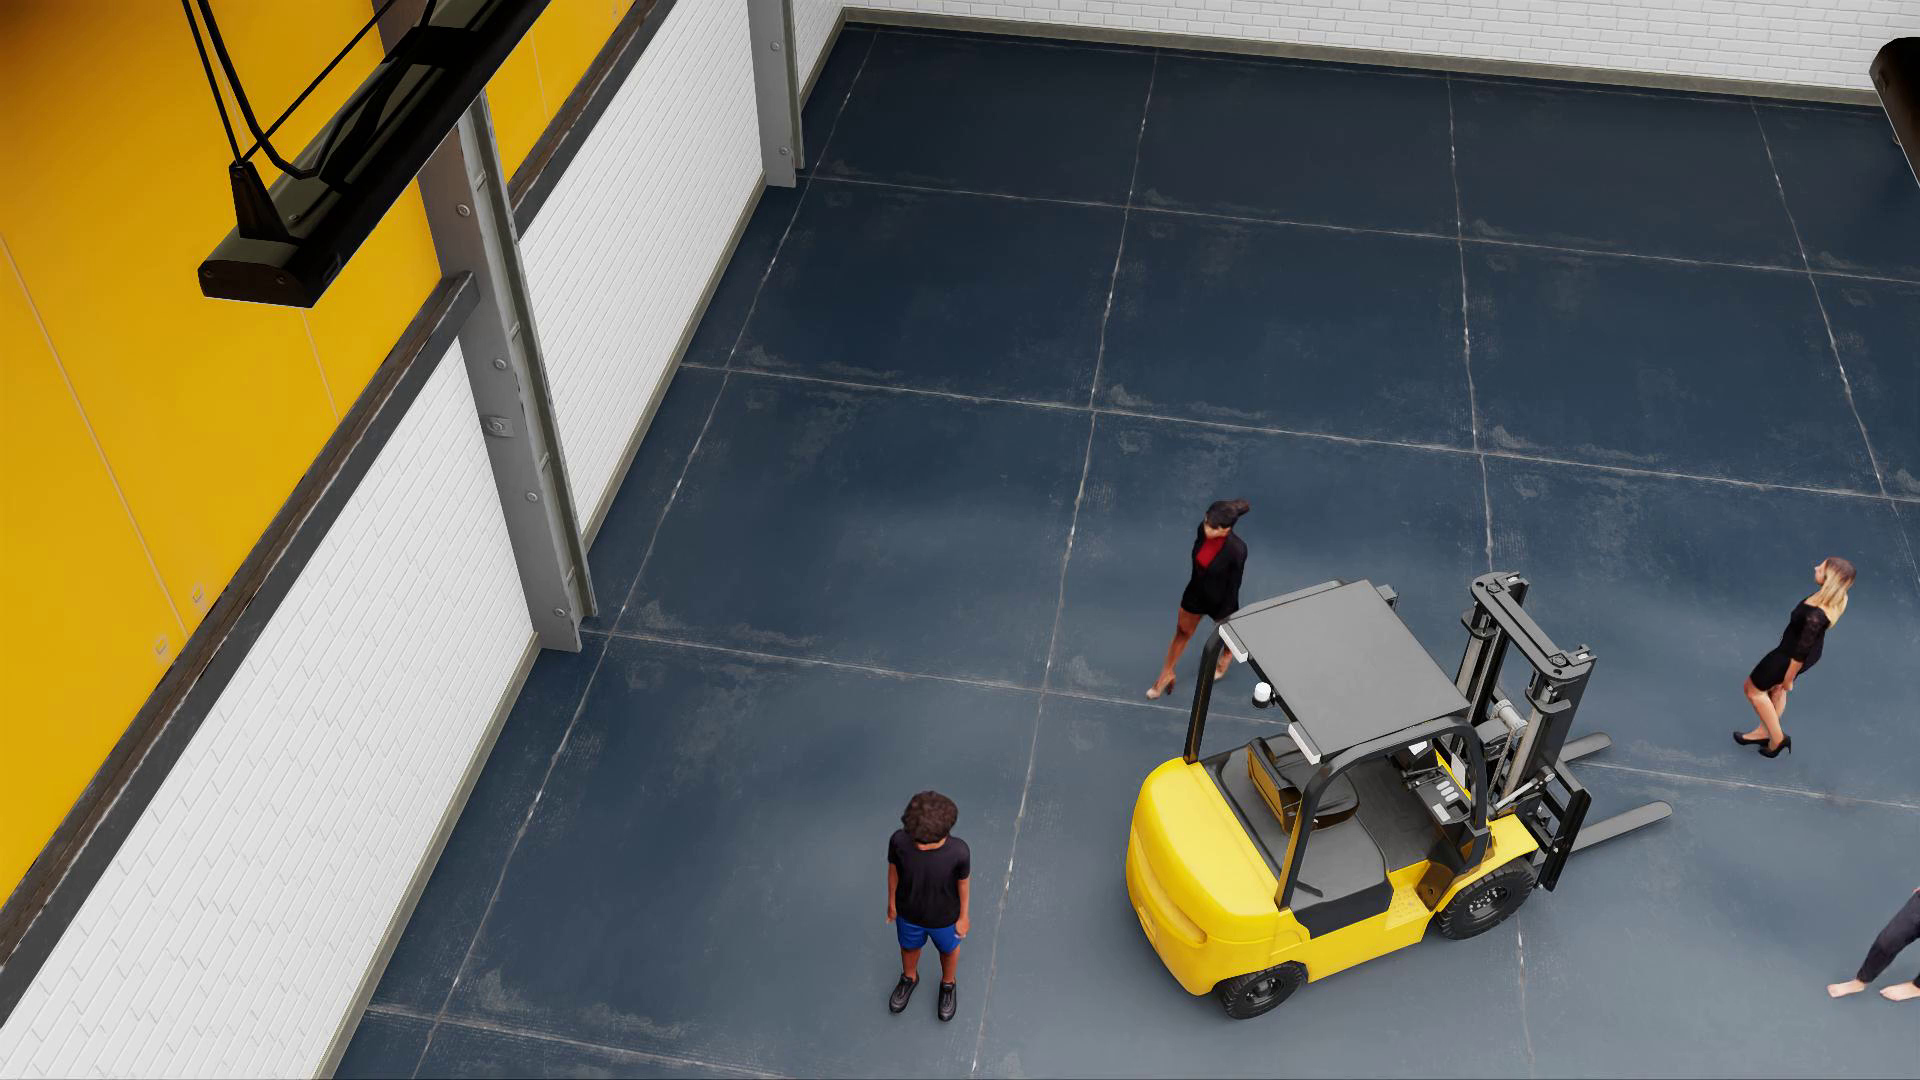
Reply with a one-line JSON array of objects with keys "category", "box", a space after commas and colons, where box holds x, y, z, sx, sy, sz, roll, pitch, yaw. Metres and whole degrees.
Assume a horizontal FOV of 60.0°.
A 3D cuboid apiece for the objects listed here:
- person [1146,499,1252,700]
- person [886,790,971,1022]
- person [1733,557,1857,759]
[{"category": "person", "box": [1.671, 0.343, 10.600, 1.002, 1.613, 0.898, -33, 53, -30]}, {"category": "person", "box": [-0.164, 1.917, 8.817, 0.606, 1.792, 0.558, 9, 44, 9]}, {"category": "person", "box": [5.140, 0.765, 10.118, 0.766, 1.665, 0.707, 34, 53, 30]}]
